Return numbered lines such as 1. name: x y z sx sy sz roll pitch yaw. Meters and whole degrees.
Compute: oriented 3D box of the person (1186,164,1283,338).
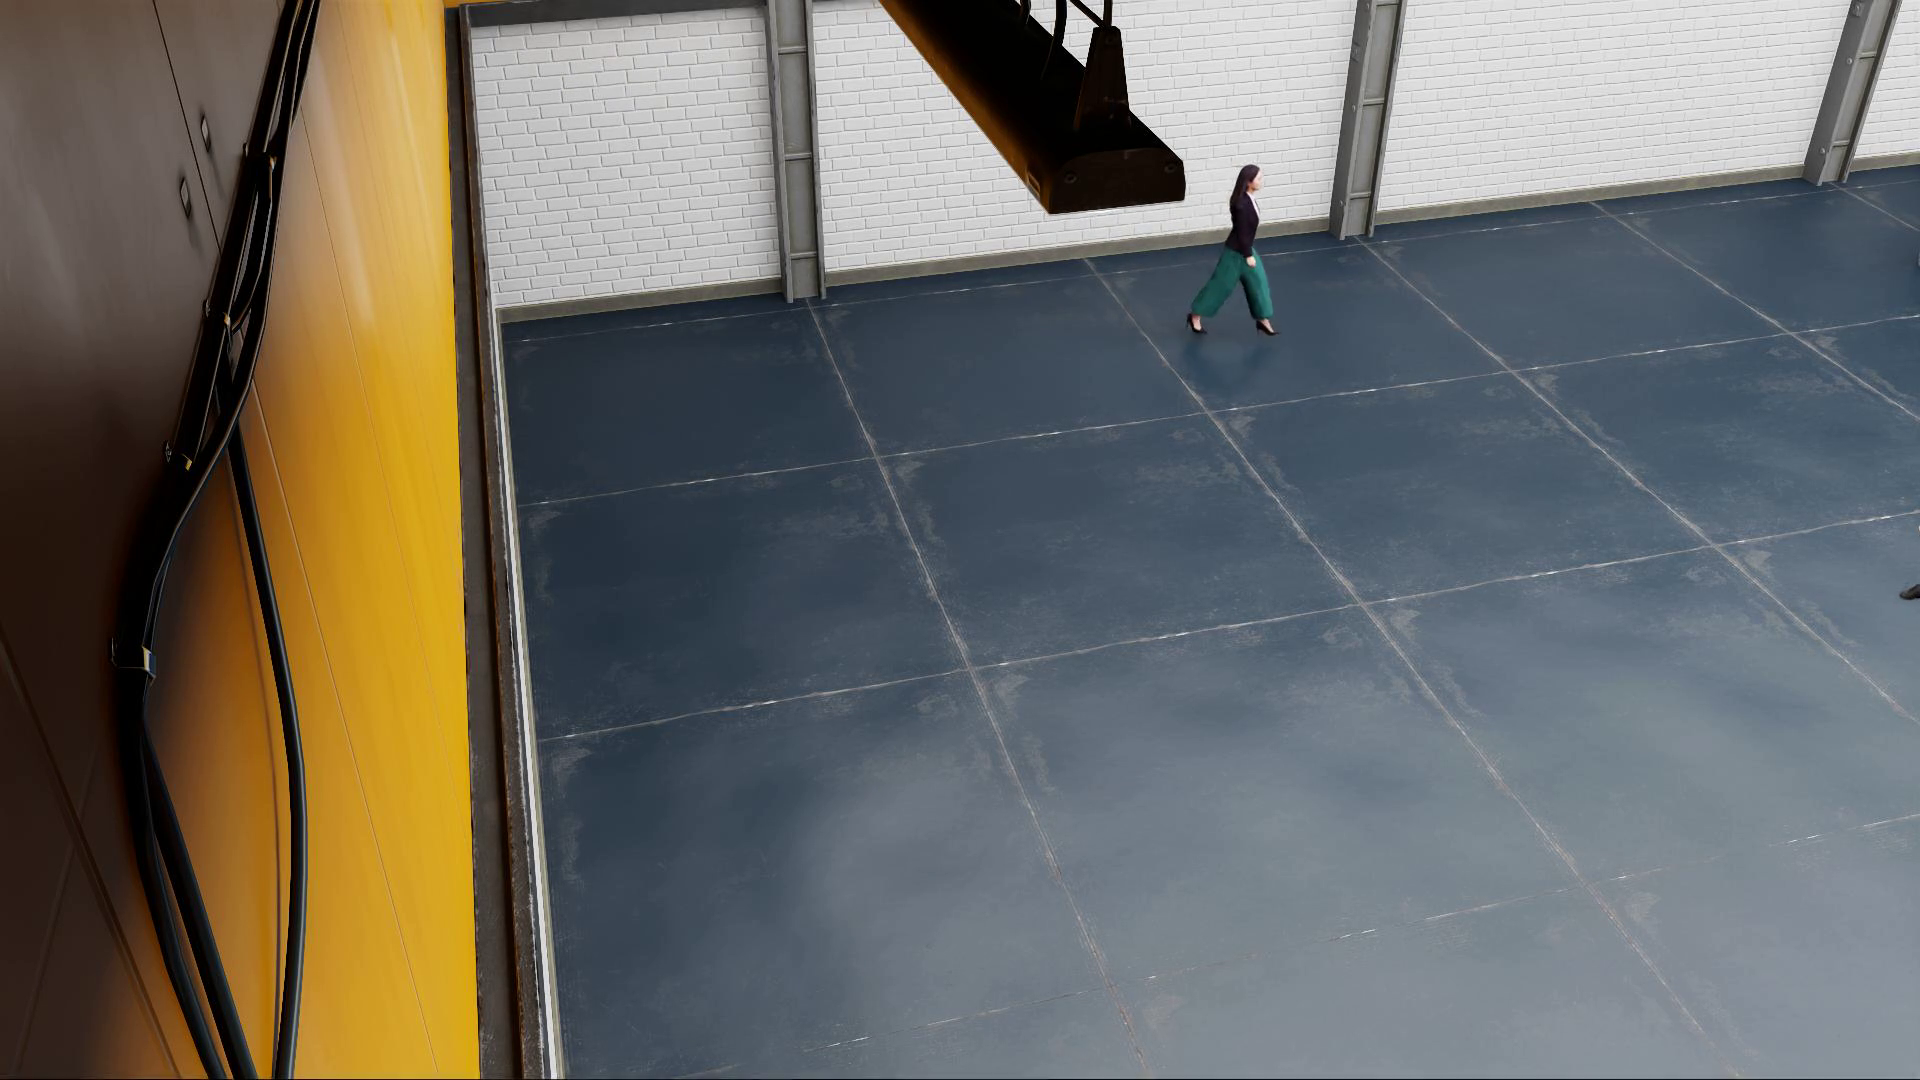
1. person: 2.485 -2.624 15.420 1.189 1.689 1.031 12 35 17
